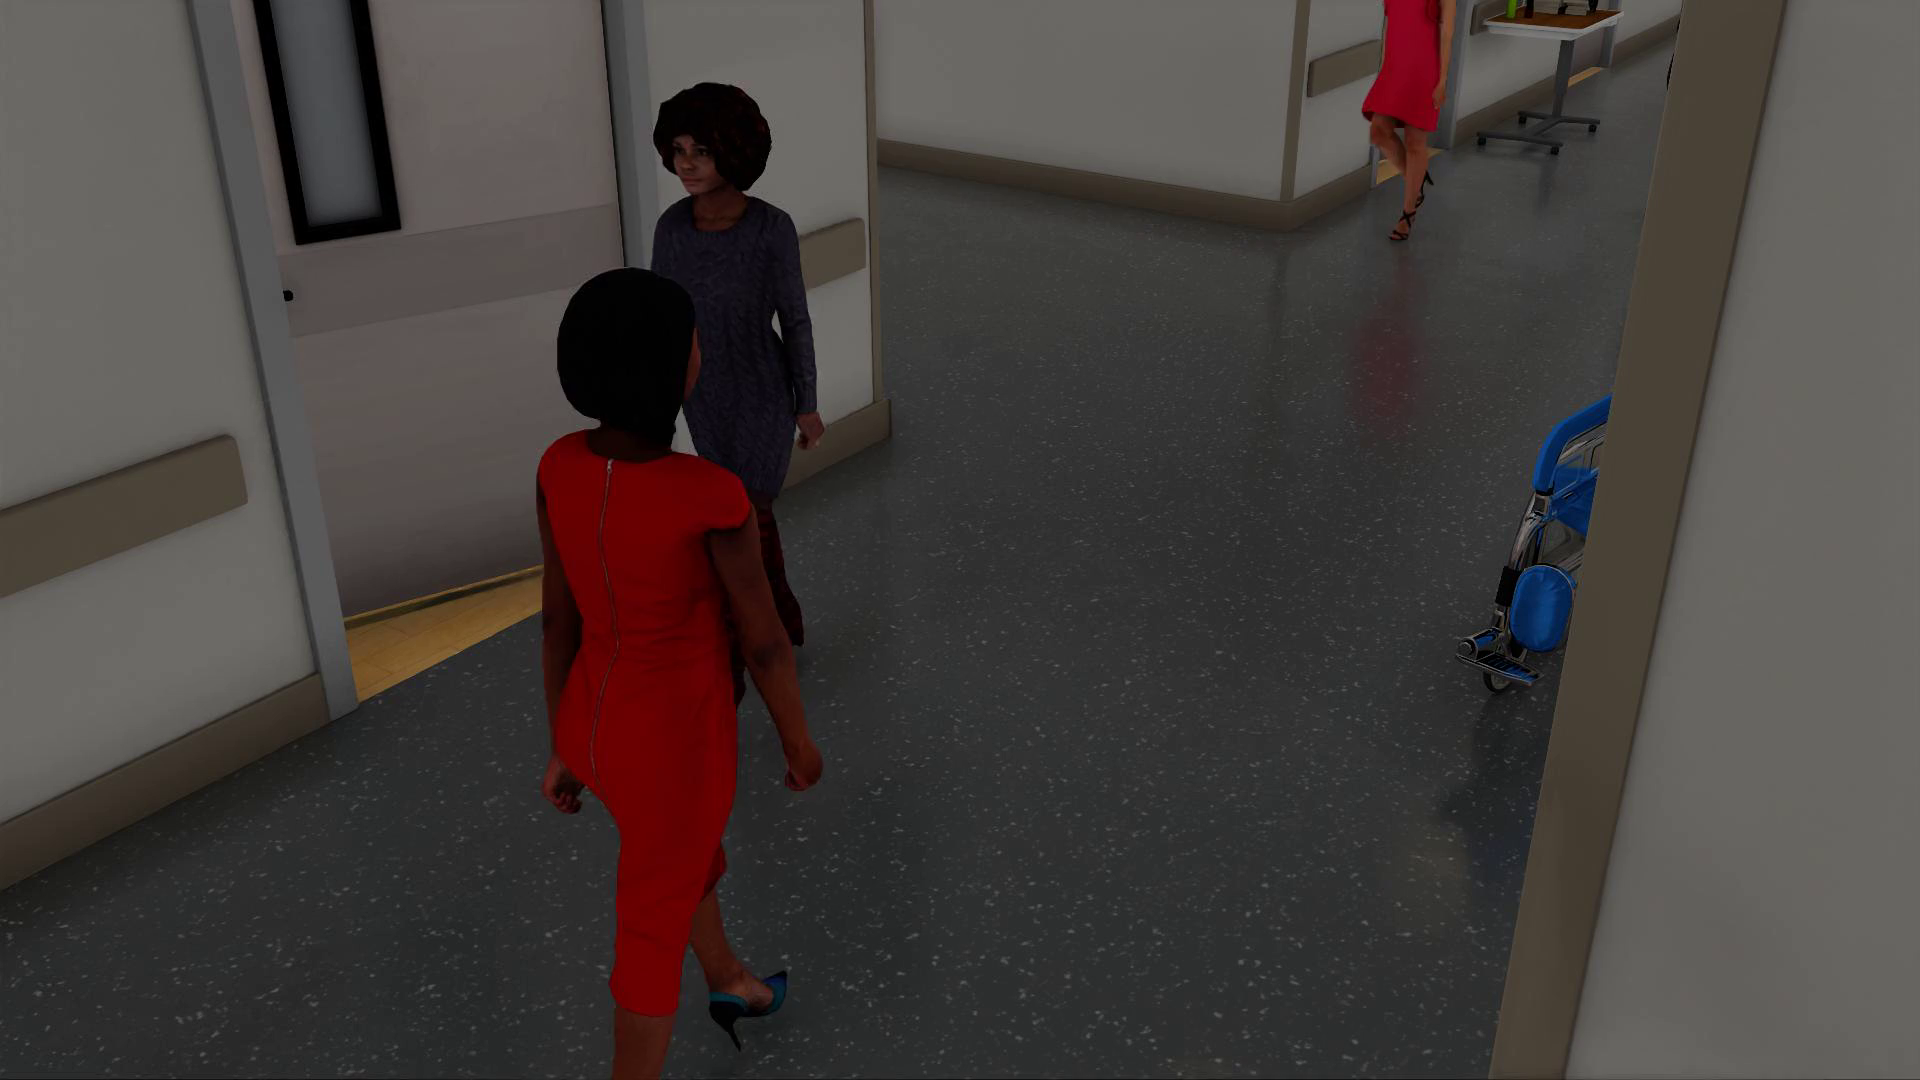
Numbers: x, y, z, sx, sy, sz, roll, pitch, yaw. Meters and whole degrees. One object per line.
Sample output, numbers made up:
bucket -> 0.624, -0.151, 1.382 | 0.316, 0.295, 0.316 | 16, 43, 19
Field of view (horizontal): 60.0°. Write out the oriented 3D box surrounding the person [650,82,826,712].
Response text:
person -> -0.554, -0.373, 4.514 | 0.718, 1.688, 0.974 | 12, 28, 23

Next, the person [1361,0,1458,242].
person -> 2.457, -2.466, 8.856 | 0.800, 1.687, 0.693 | -21, 33, -36

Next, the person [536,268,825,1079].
person -> -0.569, 0.436, 2.802 | 0.586, 1.718, 0.912 | 16, 30, 30
